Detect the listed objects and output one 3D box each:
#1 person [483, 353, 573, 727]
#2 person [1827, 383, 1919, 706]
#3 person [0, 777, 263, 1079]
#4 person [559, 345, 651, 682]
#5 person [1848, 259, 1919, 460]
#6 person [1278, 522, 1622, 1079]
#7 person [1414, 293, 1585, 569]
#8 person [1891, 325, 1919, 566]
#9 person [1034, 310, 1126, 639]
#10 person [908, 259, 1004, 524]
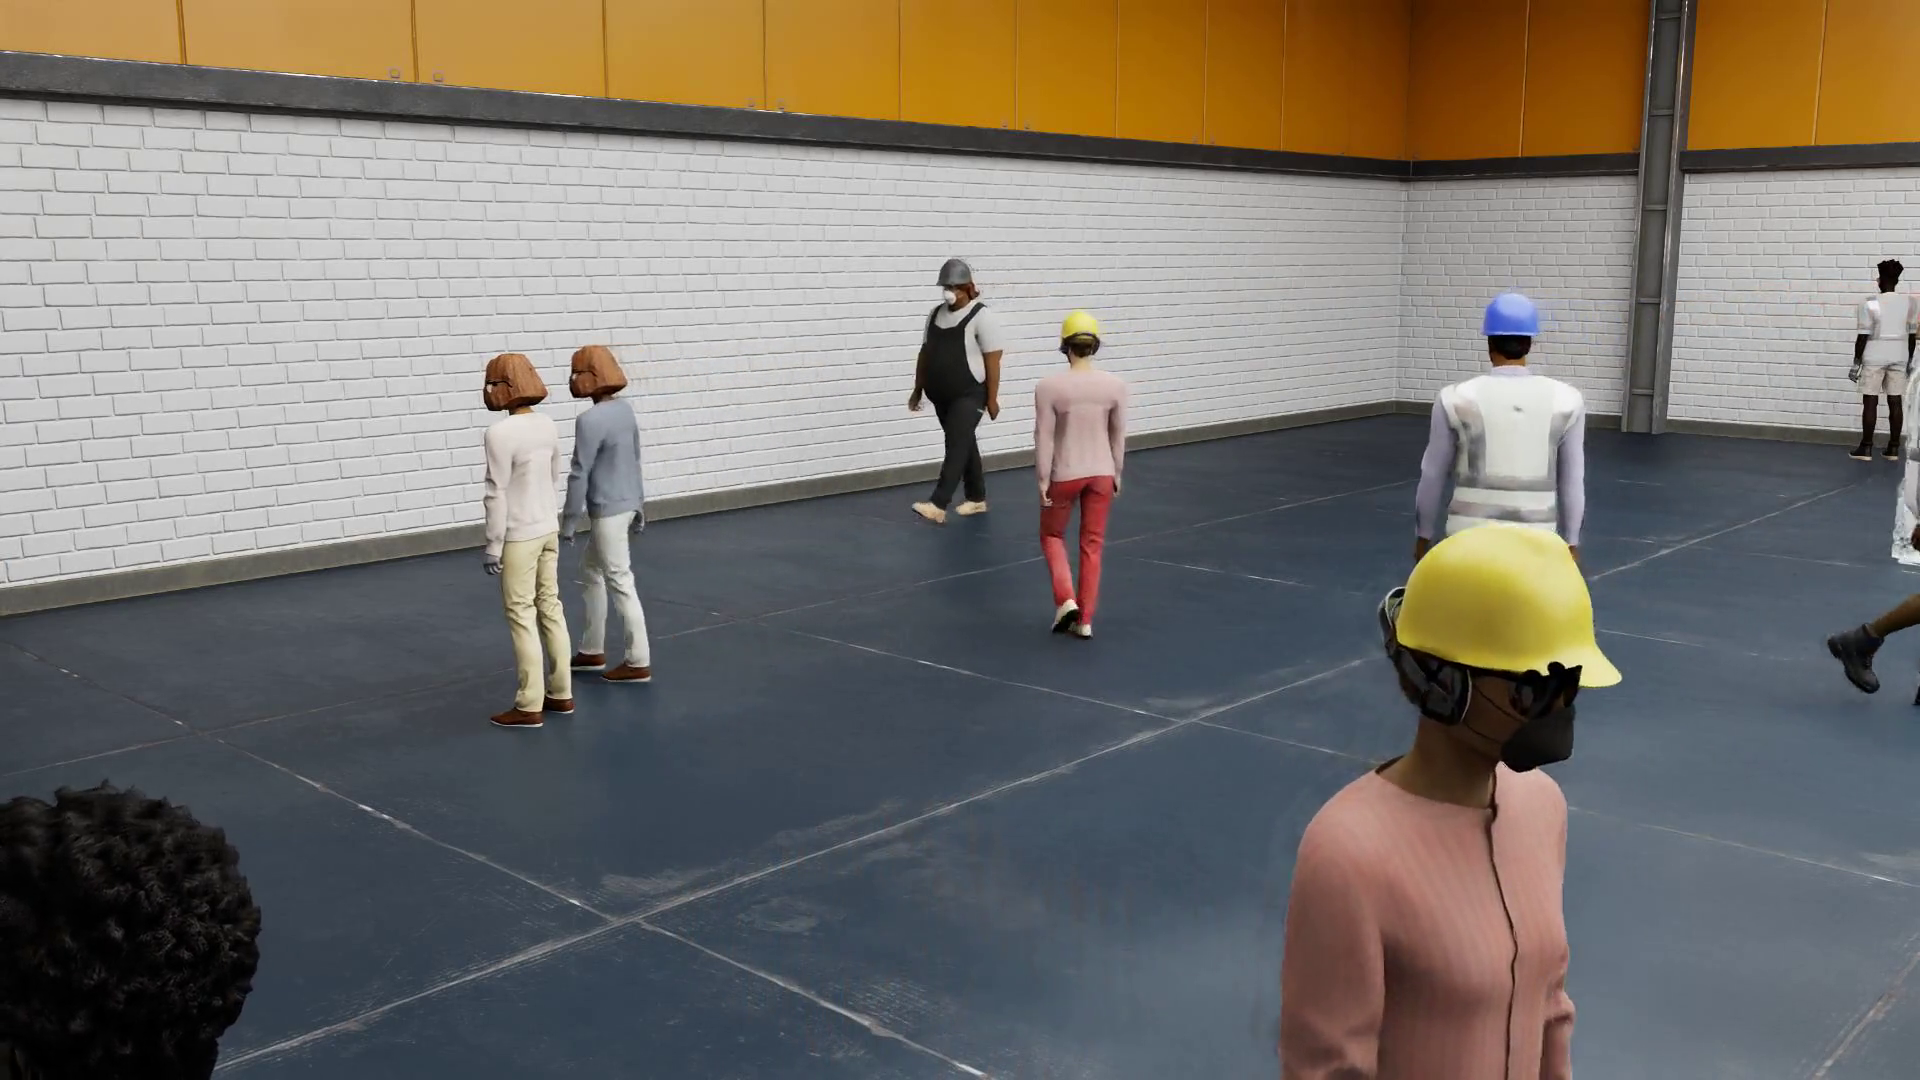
[{"bbox_3d":[-1.899,0.001,7.262,0.282,1.624,0.494,3,10,16],"label":"person"},{"bbox_3d":[4.335,-0.176,7.426,0.570,1.922,0.546,6,12,30],"label":"person"},{"bbox_3d":[-0.593,1.015,1.311,0.322,1.690,0.532,4,11,20],"label":"person"},{"bbox_3d":[-1.772,-0.117,7.934,0.645,1.607,0.529,2,10,11],"label":"person"},{"bbox_3d":[9.039,-1.756,16.289,0.600,1.967,0.369,0,10,2],"label":"person"},{"bbox_3d":[0.592,0.839,2.106,0.553,1.751,0.397,-9,13,-41],"label":"person"},{"bbox_3d":[2.171,-0.042,6.744,0.630,1.895,0.994,0,10,2],"label":"person"},{"bbox_3d":[6.381,-0.701,10.921,0.308,1.742,0.494,4,11,22],"label":"person"},{"bbox_3d":[0.627,-0.341,8.837,0.533,1.752,0.368,-2,10,-13],"label":"person"},{"bbox_3d":[-0.098,-1.158,12.675,1.004,2.000,0.695,-9,13,-41],"label":"person"}]
